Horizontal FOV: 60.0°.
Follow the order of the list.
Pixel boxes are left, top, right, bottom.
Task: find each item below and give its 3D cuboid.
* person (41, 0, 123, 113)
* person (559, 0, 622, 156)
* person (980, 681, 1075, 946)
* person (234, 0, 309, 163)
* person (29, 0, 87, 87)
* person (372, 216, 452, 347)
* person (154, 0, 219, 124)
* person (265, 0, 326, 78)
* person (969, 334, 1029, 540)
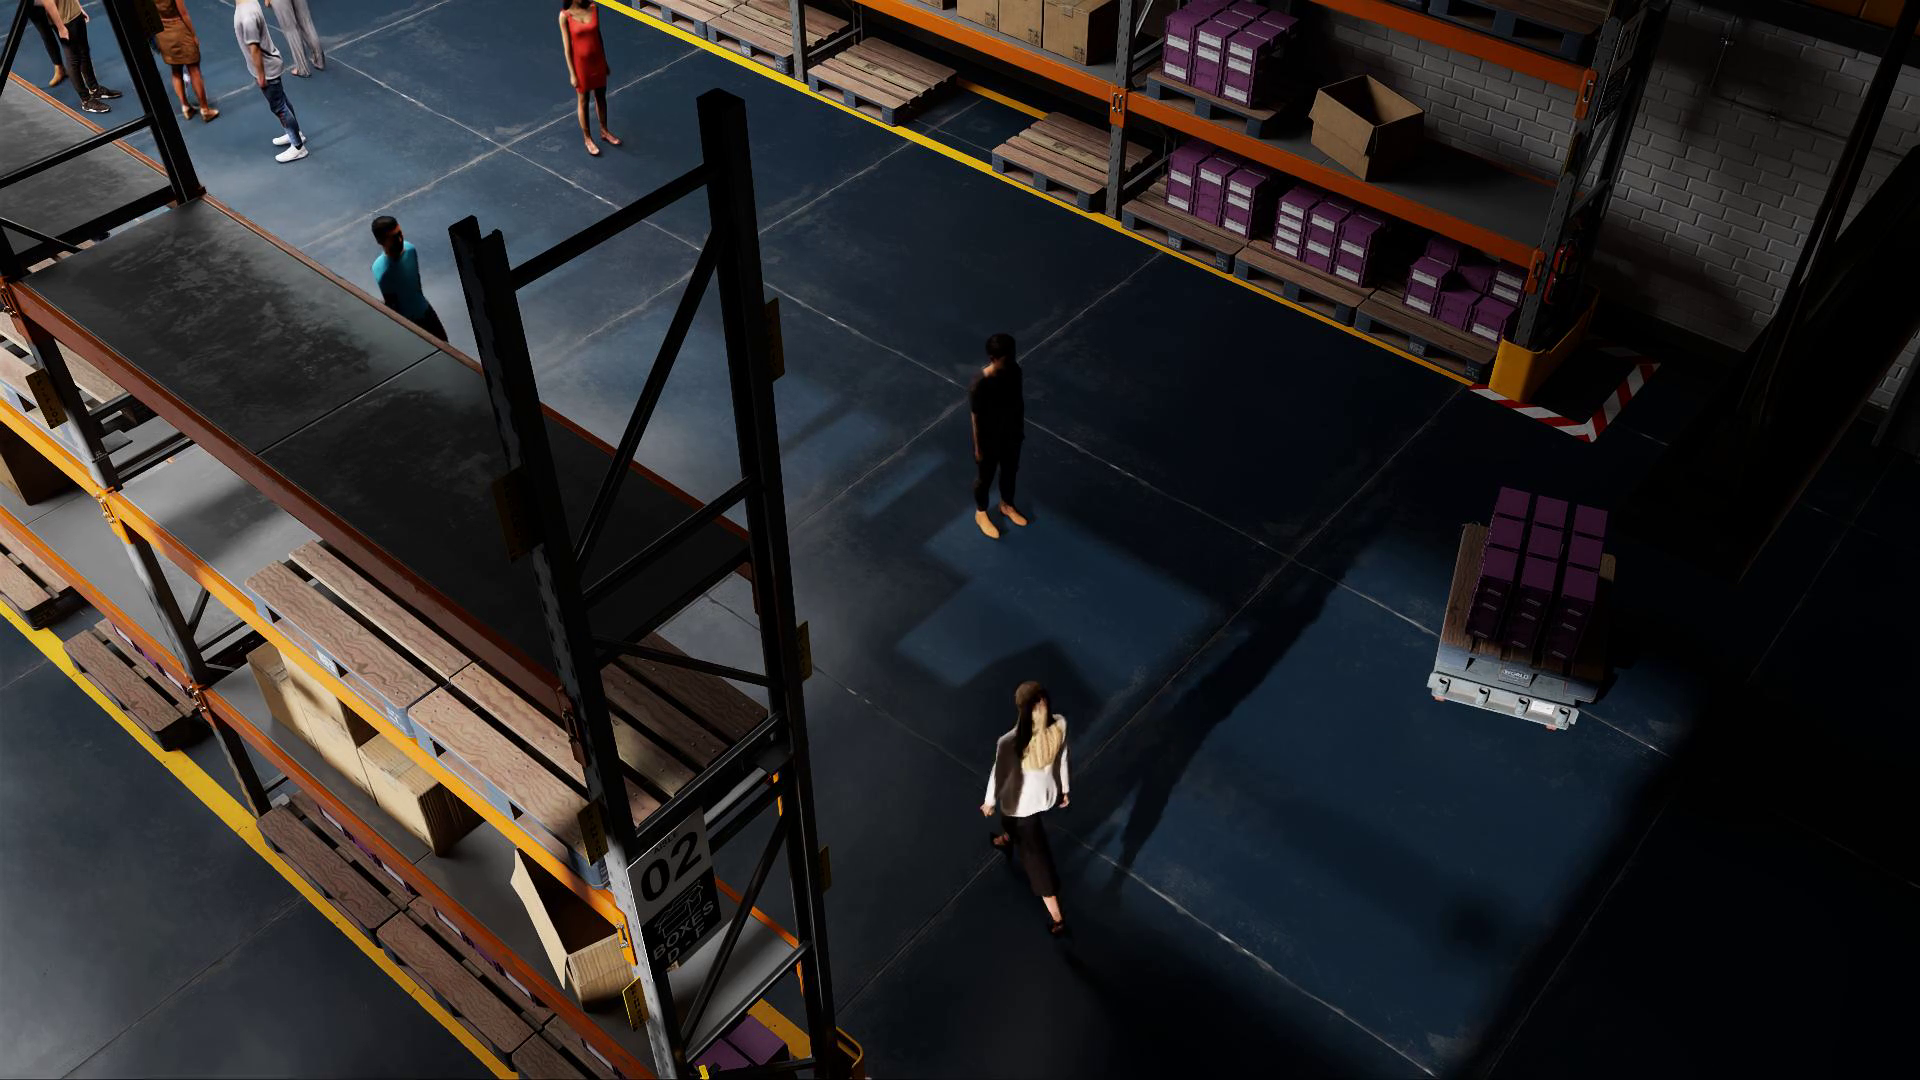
[{"bbox_3d":[-8.777,-5.133,16.310,0.780,1.852,0.745,1,44,1],"label":"person"},{"bbox_3d":[-3.533,-4.515,15.758,0.600,1.719,0.548,-34,53,-30],"label":"person"},{"bbox_3d":[0.444,1.548,9.325,0.879,1.814,1.249,-24,49,-23],"label":"person"},{"bbox_3d":[-6.529,-4.490,15.612,0.807,1.884,0.672,-16,46,-16],"label":"person"},{"bbox_3d":[-9.196,-5.419,16.709,0.668,1.717,0.740,-1,44,-1],"label":"person"},{"bbox_3d":[-4.328,-1.729,12.824,1.184,1.732,0.885,15,46,15],"label":"person"},{"bbox_3d":[-7.629,-4.885,16.172,0.596,1.682,0.699,7,44,7],"label":"person"},{"bbox_3d":[-6.810,-5.549,16.804,0.511,1.774,0.577,30,51,28],"label":"person"},{"bbox_3d":[0.241,-0.769,11.830,0.667,1.714,0.646,-29,51,-27],"label":"person"}]
